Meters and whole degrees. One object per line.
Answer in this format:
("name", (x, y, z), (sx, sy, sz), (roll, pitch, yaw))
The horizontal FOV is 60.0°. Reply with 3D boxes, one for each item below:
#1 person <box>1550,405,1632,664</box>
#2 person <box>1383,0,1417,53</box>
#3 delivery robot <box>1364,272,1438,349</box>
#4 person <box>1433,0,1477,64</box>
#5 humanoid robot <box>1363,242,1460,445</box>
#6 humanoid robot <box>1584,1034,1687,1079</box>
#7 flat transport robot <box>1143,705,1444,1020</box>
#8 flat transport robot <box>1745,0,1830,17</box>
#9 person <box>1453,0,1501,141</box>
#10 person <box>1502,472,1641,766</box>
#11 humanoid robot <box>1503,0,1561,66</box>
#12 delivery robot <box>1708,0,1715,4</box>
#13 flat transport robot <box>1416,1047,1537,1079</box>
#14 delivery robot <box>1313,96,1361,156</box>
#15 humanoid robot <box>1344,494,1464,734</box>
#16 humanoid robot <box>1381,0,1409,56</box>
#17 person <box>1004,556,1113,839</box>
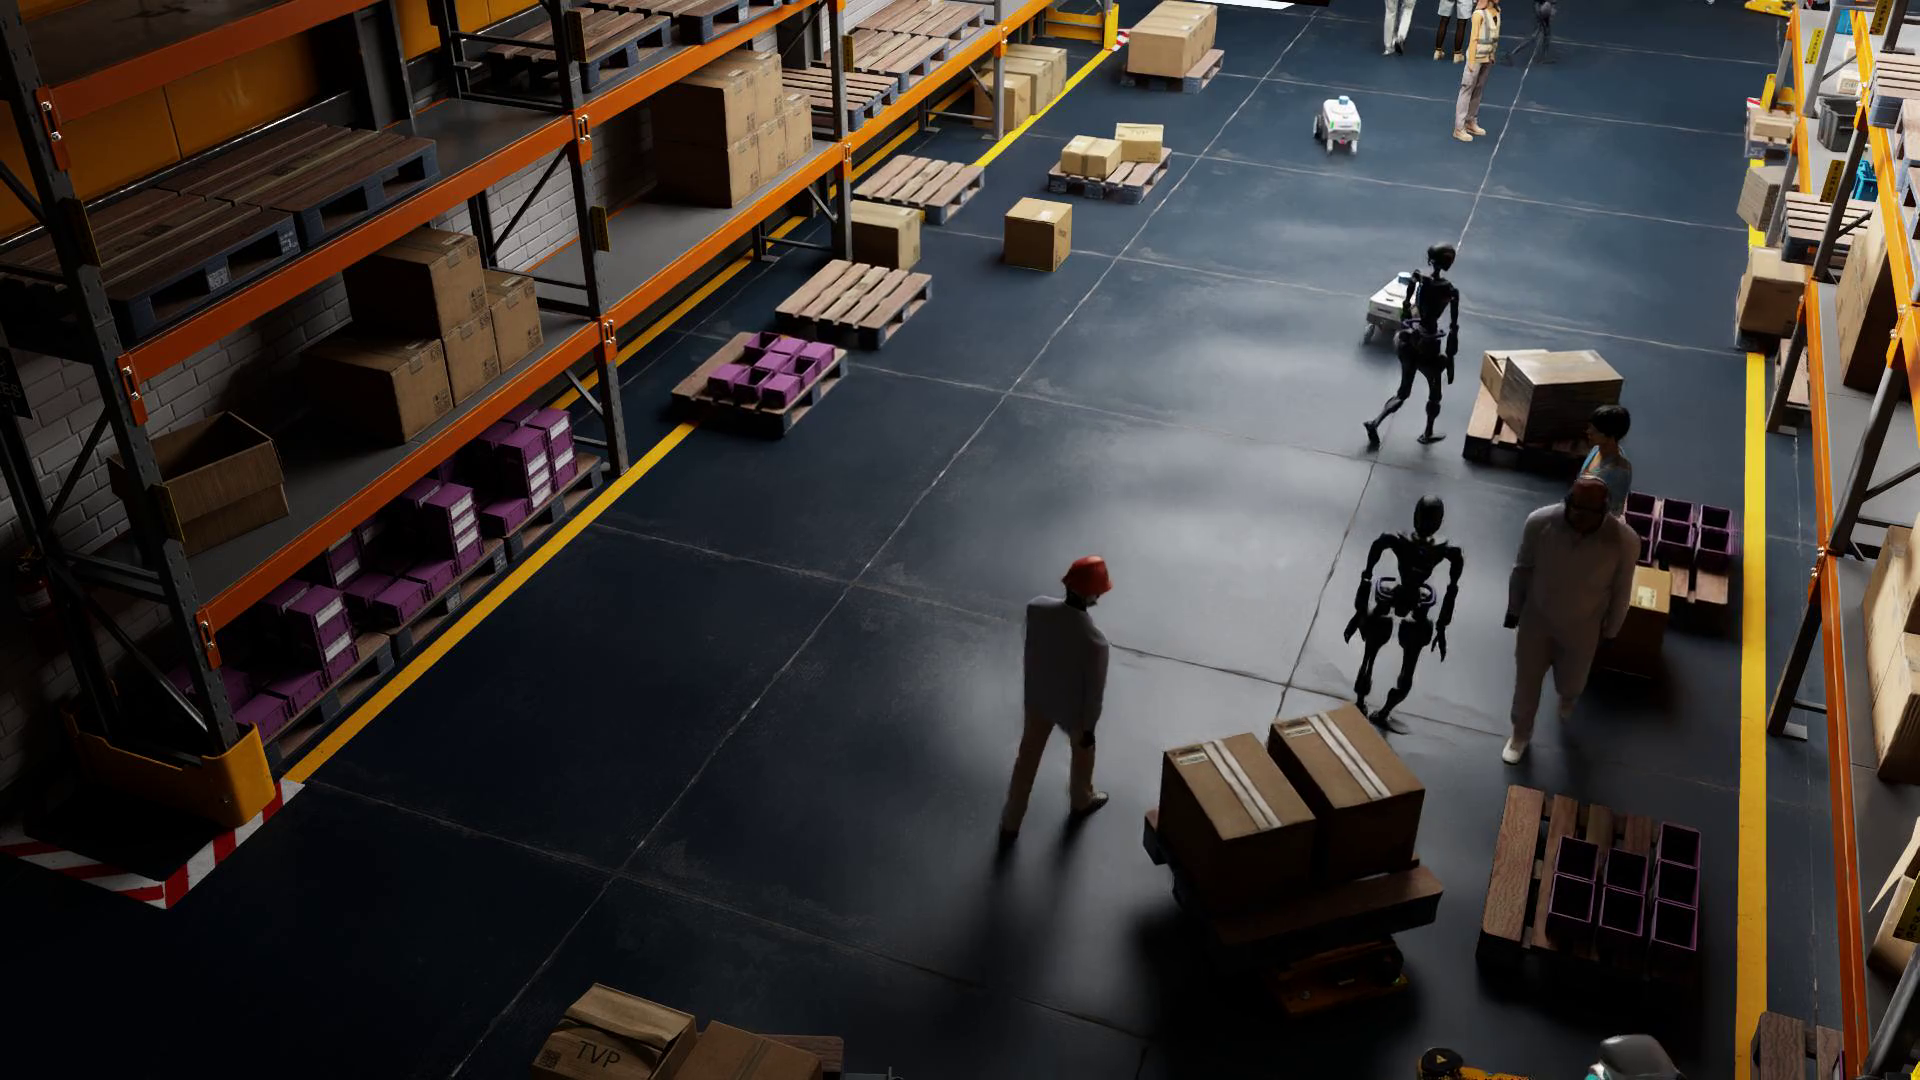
("person", (3.871, -0.033, 10.270), (0.335, 1.759, 0.502), (3, 33, 4))
("person", (5.618, -7.090, 21.077), (0.570, 1.881, 0.447), (9, 34, 14))
("delivery robot", (3.845, -2.038, 14.500), (0.499, 0.614, 0.808), (22, 39, 30))
("person", (6.267, -6.861, 20.897), (0.532, 1.693, 0.320), (24, 40, 32))
("humanoid robot", (3.472, -1.450, 12.572), (0.679, 1.643, 0.608), (-17, 37, -24))
("humanoid robot", (2.452, 2.696, 6.125), (0.541, 1.830, 0.770), (-11, 35, -17))
("flat transport robot", (1.693, 1.860, 8.713), (0.659, 0.231, 1.431), (-10, 34, -15))
("flat transport robot", (11.708, -7.641, 23.417), (1.431, 0.231, 0.659), (-27, 41, -35))
("person", (5.790, -5.348, 18.478), (0.462, 1.777, 0.307), (-28, 42, -36))
("person", (3.429, 0.413, 9.458), (0.657, 1.885, 0.577), (17, 37, 25))
("humanoid robot", (7.255, -6.762, 20.789), (0.727, 1.633, 0.602), (0, 33, 0))
("delivery robot", (10.824, -7.974, 23.682), (0.805, 0.609, 0.499), (-20, 38, -28))
("flat transport robot", (2.313, 2.854, 7.174), (0.659, 0.231, 1.431), (7, 34, 11))
("delivery robot", (4.234, -4.641, 18.499), (0.499, 0.581, 0.768), (2, 33, 3))
("humanoid robot", (2.539, 0.450, 9.612), (0.594, 1.641, 0.326), (6, 33, 9))
("humanoid robot", (5.672, -7.163, 21.356), (0.532, 1.776, 0.953), (17, 37, 24))
("person", (0.523, 0.864, 8.939), (0.572, 1.700, 0.646), (24, 40, 33))
